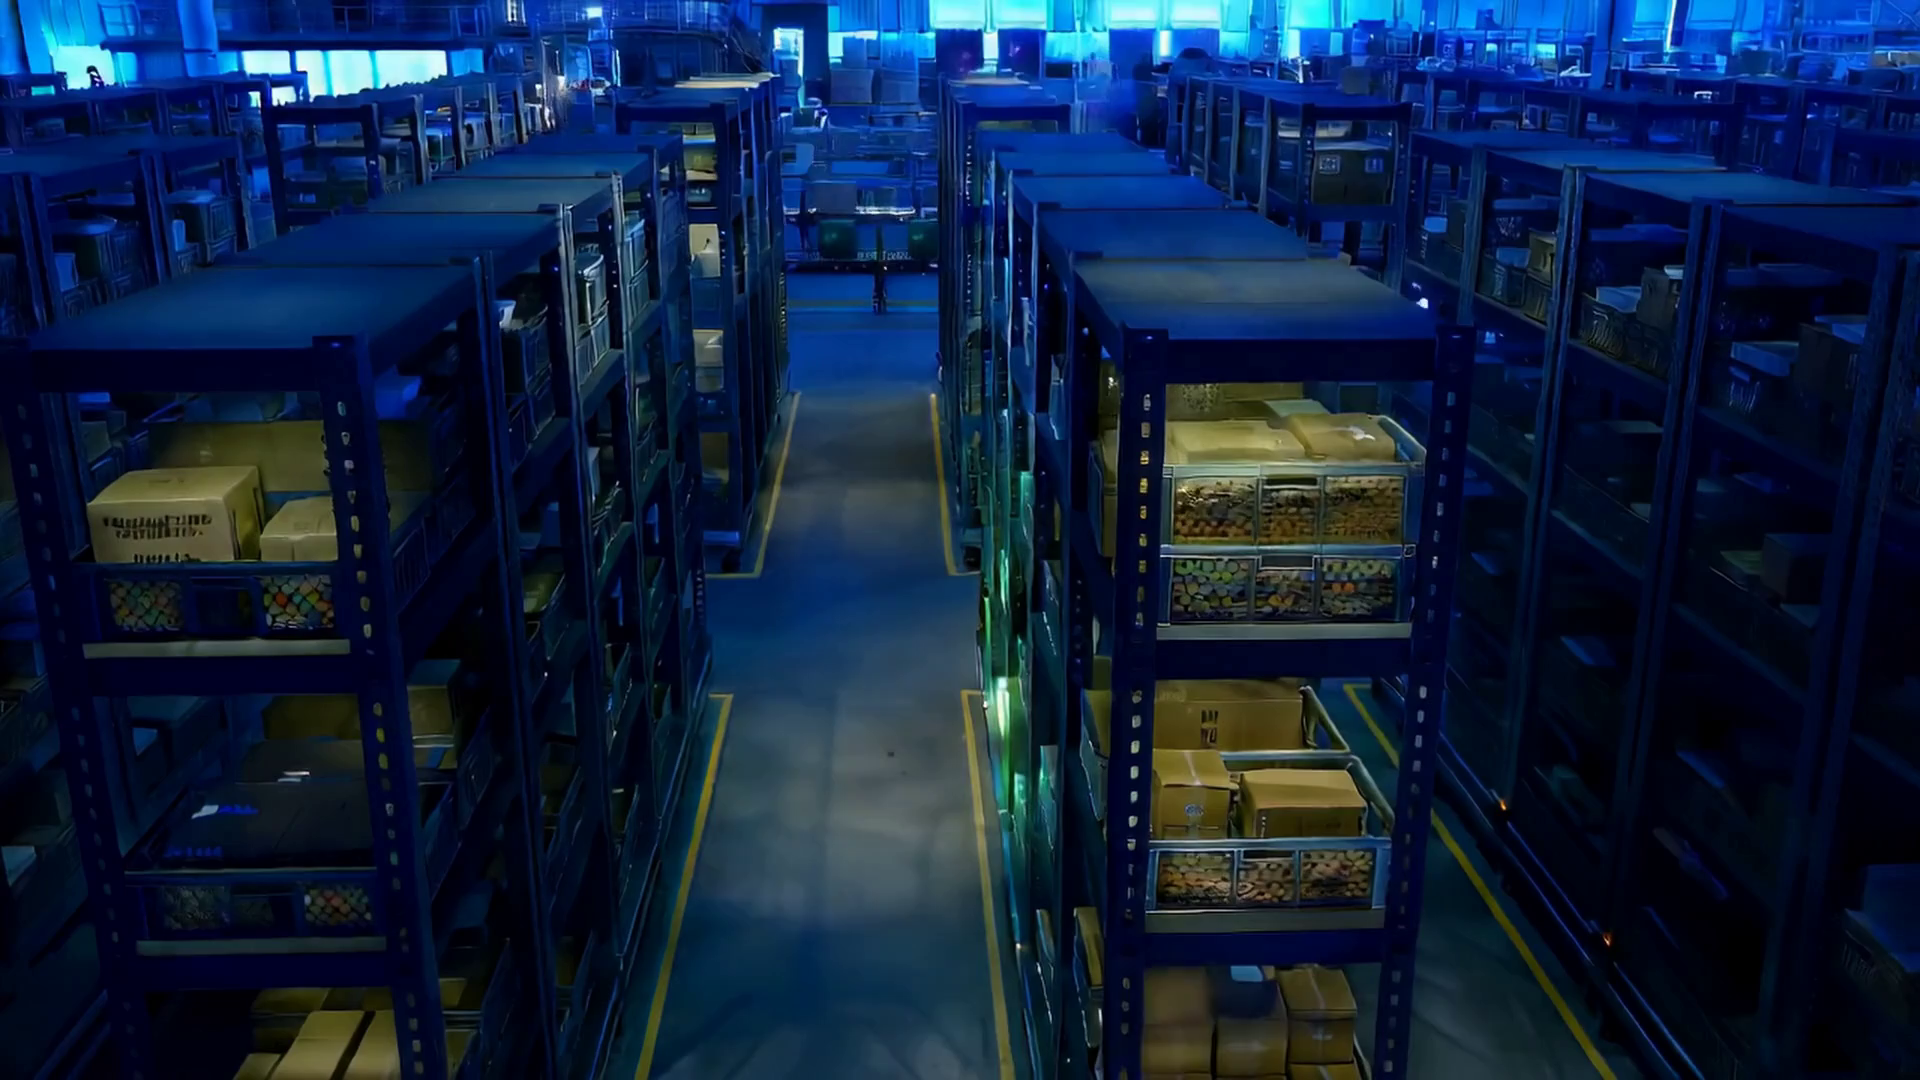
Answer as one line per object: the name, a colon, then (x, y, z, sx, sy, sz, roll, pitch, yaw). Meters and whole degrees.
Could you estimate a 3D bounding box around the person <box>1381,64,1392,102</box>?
person: (17.392, -18.554, 68.269, 0.932, 1.875, 0.627, 3, 18, 10)

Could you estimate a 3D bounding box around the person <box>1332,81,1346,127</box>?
person: (13.011, -14.876, 57.112, 0.405, 1.748, 0.520, -2, 18, -7)

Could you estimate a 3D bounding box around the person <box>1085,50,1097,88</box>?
person: (6.779, -24.625, 87.025, 0.649, 1.895, 0.976, 17, 25, 42)

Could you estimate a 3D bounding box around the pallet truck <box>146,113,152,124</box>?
pallet truck: (-18.087, -8.309, 36.390, 1.885, 1.965, 0.823, -1, 18, -4)

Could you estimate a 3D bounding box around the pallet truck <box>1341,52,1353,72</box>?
pallet truck: (18.794, -23.123, 82.231, 0.823, 1.965, 1.885, -13, 22, -35)

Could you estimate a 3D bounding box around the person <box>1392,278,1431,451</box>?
person: (4.478, -1.788, 16.549, 0.599, 1.774, 0.939, -9, 20, -25)

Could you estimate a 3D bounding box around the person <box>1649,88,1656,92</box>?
person: (21.540, -13.202, 51.920, 0.526, 1.757, 0.348, 17, 24, 42)

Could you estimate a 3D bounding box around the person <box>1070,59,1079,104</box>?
person: (5.064, -20.217, 73.334, 0.356, 1.938, 0.545, -1, 18, -2)

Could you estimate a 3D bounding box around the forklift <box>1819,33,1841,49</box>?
forklift: (43.982, -24.305, 84.475, 1.129, 2.768, 1.873, -1, 18, -2)

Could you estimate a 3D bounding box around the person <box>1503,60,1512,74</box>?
person: (24.758, -20.836, 75.428, 0.534, 1.830, 0.593, -8, 20, -24)

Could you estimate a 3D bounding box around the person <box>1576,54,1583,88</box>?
person: (30.566, -22.939, 81.769, 0.364, 1.930, 0.588, -5, 19, -15)

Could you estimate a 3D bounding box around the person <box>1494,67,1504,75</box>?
person: (20.121, -16.601, 61.979, 0.839, 2.000, 0.709, 8, 19, 22)

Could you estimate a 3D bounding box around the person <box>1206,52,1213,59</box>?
person: (13.120, -24.757, 87.562, 0.431, 1.835, 0.626, -11, 21, -30)

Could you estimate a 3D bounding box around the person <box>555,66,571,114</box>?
person: (-15.833, -17.947, 66.414, 0.573, 1.871, 0.452, 0, 18, -1)

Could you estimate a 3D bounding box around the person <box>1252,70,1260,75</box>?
person: (10.560, -15.766, 59.473, 0.384, 1.993, 0.612, -12, 21, -32)

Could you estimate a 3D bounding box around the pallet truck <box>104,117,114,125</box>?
pallet truck: (-18.367, -7.885, 35.078, 1.885, 1.965, 0.823, 1, 18, 2)

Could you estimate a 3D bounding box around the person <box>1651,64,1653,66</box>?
person: (38.194, -26.172, 91.819, 0.672, 1.906, 0.550, 3, 18, 8)

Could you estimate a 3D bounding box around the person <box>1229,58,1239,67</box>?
person: (13.341, -22.594, 81.020, 0.517, 1.728, 0.450, 1, 18, 4)

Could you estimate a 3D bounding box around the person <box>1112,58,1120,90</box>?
person: (7.113, -20.954, 75.646, 0.619, 1.908, 0.654, 0, 18, -1)

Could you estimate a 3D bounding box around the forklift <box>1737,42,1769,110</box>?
forklift: (31.112, -18.223, 65.654, 1.129, 2.768, 1.873, -1, 18, -2)

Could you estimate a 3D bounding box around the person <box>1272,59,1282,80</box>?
person: (15.375, -22.521, 80.859, 0.376, 1.677, 0.536, -16, 24, -41)

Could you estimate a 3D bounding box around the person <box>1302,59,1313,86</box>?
person: (15.731, -20.791, 75.219, 0.508, 1.872, 0.328, 8, 19, 23)
